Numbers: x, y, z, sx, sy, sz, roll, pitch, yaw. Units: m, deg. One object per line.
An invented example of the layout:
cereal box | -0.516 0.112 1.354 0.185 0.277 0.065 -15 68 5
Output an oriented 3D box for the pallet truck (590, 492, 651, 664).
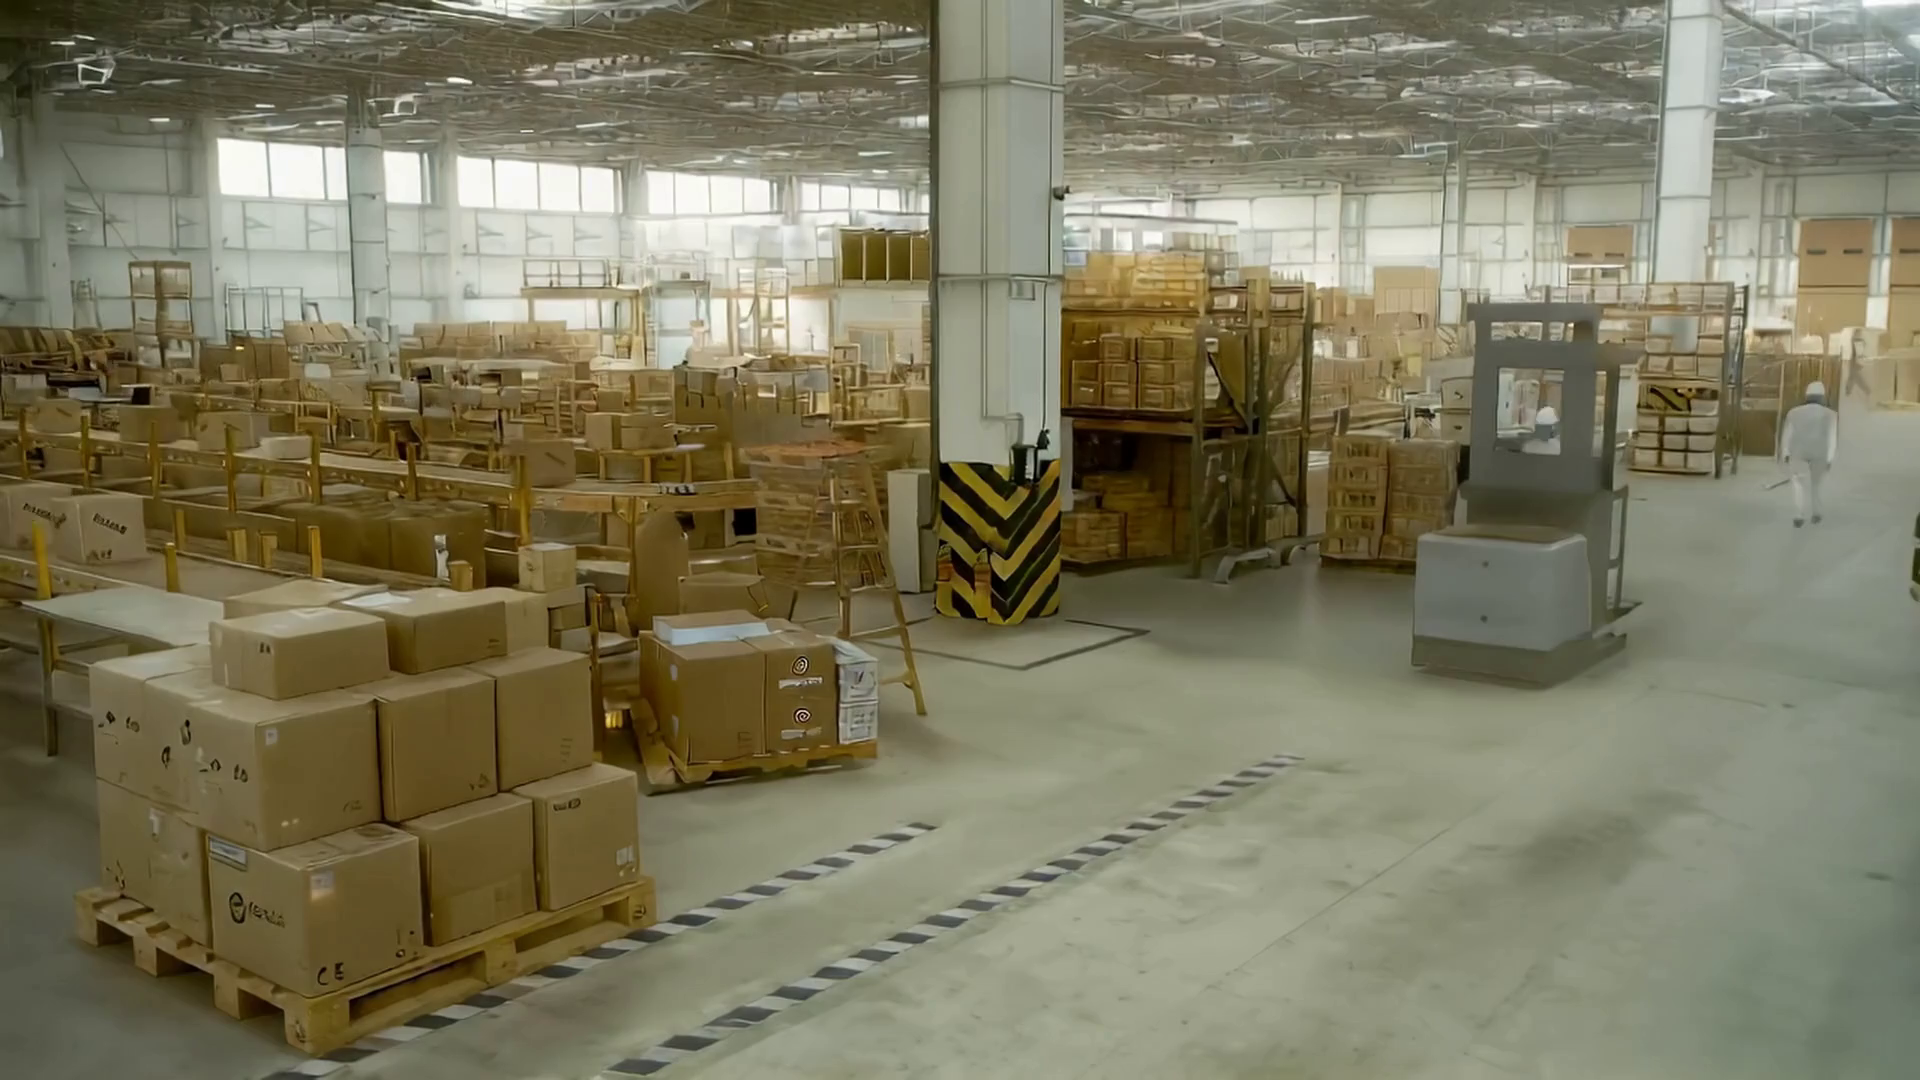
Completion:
pallet truck | -3.115 0.344 12.883 0.653 1.274 1.630 7 11 37

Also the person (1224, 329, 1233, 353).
person | 7.466 -4.926 46.172 0.368 1.965 0.609 1 8 5

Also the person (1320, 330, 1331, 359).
person | 10.800 -5.286 49.118 0.534 1.826 0.995 -6 11 -37

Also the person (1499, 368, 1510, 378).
person | 13.107 -3.863 40.188 0.668 1.600 0.555 -4 10 -27

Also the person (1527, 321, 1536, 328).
person | 27.186 -9.789 79.061 0.606 1.941 0.405 -7 11 -38

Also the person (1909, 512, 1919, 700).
person | 7.011 0.326 11.738 0.545 1.658 0.848 4 10 27

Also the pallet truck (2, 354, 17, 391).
pallet truck | -24.881 -4.417 42.634 1.885 1.965 0.823 8 11 41

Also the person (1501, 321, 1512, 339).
person | 23.154 -8.426 70.565 0.492 1.724 0.613 5 10 31

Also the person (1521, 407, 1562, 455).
person | 5.970 -0.485 16.958 0.530 1.754 0.457 8 11 42

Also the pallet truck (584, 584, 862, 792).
pallet truck | -1.426 0.805 10.019 1.601 1.201 0.680 -4 9 -26

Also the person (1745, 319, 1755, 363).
person | 32.639 -8.221 68.808 0.627 1.844 0.429 -7 11 -41

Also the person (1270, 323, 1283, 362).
person | 11.399 -6.912 59.970 0.505 1.847 0.346 -4 9 -24

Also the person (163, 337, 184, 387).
person | -21.910 -4.881 46.264 0.657 1.852 1.015 -3 9 -20

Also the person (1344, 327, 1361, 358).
person | 12.141 -5.658 51.450 0.514 1.865 0.327 3 9 20

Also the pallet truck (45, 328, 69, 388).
pallet truck | -23.775 -4.544 43.495 1.885 1.965 0.823 6 10 35

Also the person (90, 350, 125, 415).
person | -19.514 -3.733 38.075 0.617 1.979 1.115 0 8 2

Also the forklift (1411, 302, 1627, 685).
forklift | 4.379 -0.438 12.852 1.129 2.768 1.873 7 11 37

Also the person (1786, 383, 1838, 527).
person | 10.626 -1.070 20.771 0.588 1.777 0.938 5 10 32

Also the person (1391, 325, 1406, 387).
person | 13.552 -5.667 51.390 0.371 1.931 0.584 -1 8 -5

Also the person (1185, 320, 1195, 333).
person | 9.719 -8.366 69.818 0.580 1.844 0.964 3 9 20

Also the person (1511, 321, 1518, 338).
person | 26.342 -9.765 78.920 0.369 1.928 0.585 3 9 18

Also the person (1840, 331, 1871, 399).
person | 24.845 -4.843 45.931 0.606 1.883 0.958 -5 10 -32

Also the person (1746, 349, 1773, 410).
person | 16.898 -3.165 35.125 0.536 1.722 0.897 -2 9 -12
